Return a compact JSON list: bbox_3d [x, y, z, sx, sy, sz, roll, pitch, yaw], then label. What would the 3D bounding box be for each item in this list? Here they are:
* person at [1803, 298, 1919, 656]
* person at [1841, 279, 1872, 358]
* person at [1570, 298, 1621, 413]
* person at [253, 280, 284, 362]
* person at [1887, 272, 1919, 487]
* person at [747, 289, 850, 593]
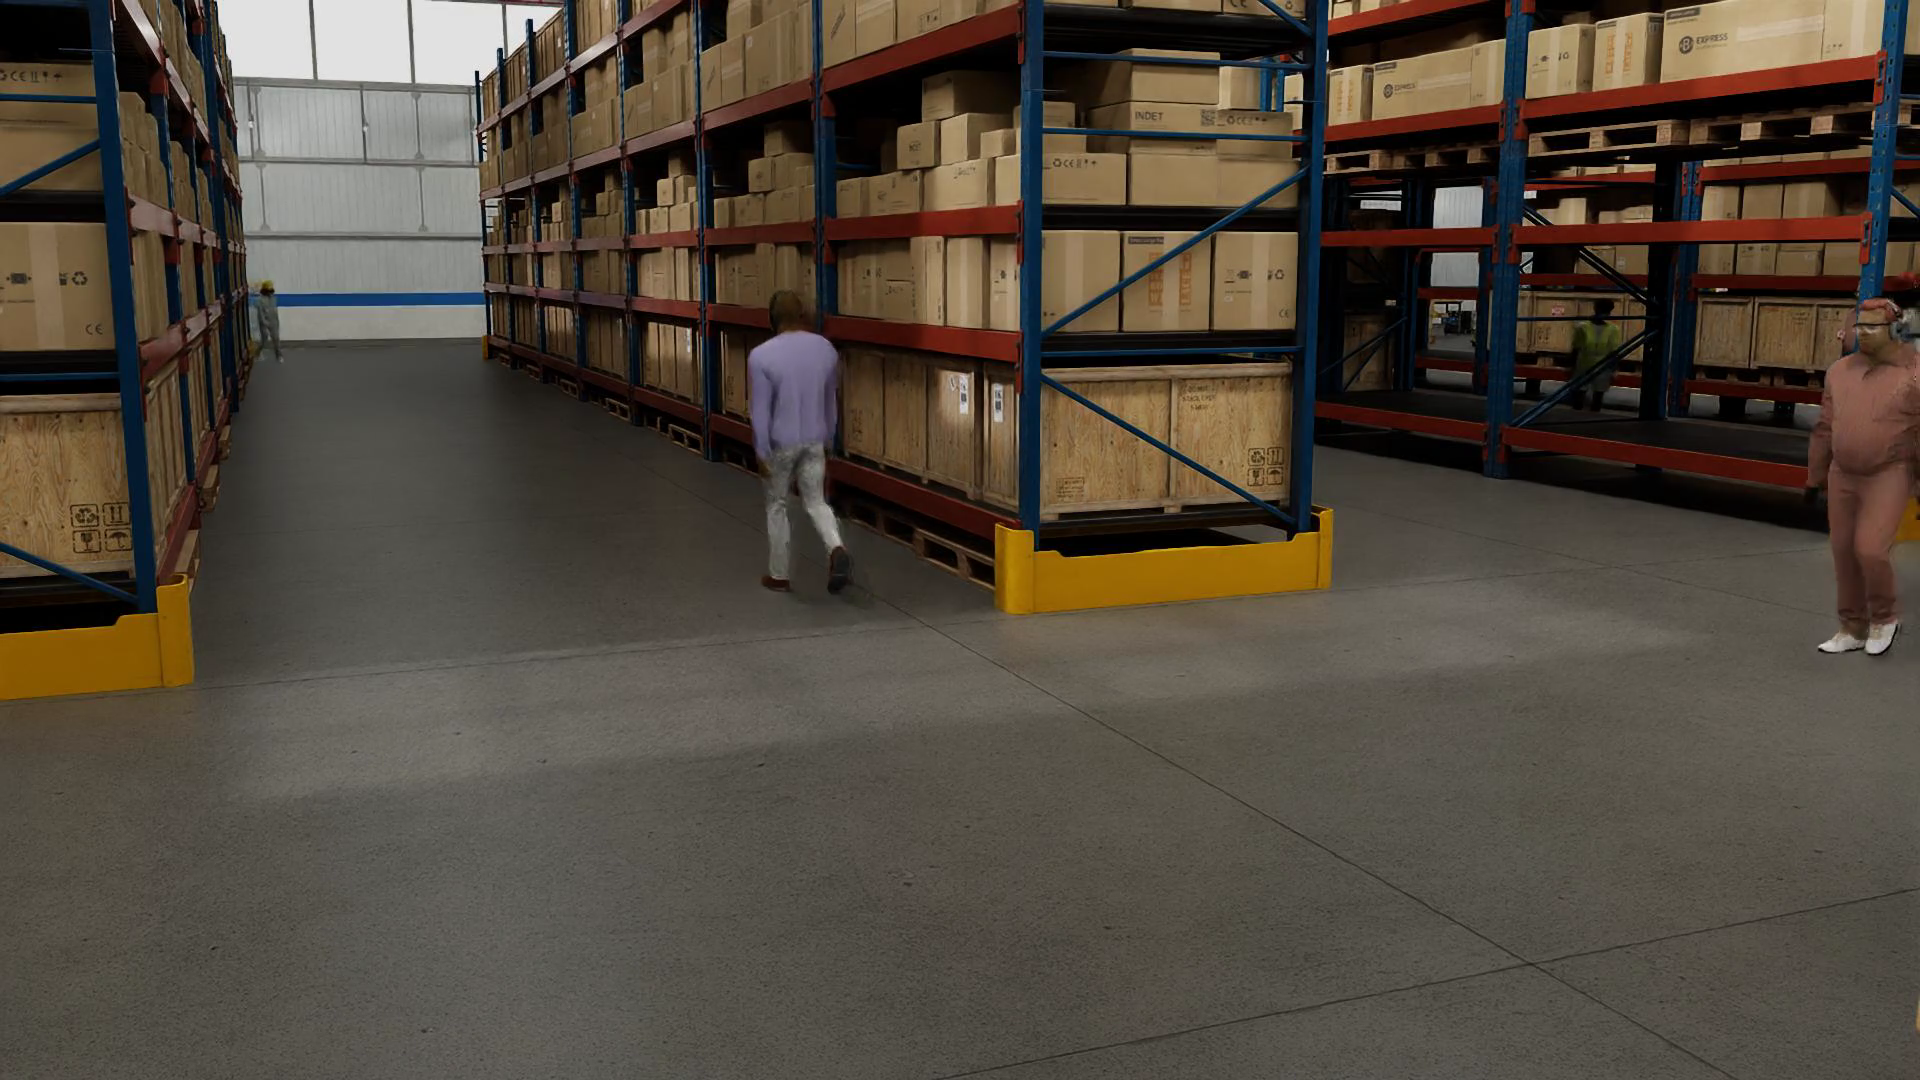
[{"bbox_3d":[4.738,-0.315,8.707,0.441,1.887,0.668,-5,11,-27],"label":"person"},{"bbox_3d":[9.739,-1.858,17.950,0.394,1.899,0.641,-2,10,-14],"label":"person"},{"bbox_3d":[7.422,-1.999,19.432,0.550,1.662,0.456,3,10,18],"label":"person"},{"bbox_3d":[-14.471,-4.555,34.655,0.716,1.713,0.514,5,11,28],"label":"person"},{"bbox_3d":[8.841,-1.503,15.552,0.622,1.992,1.083,-4,10,-20],"label":"person"},{"bbox_3d":[-0.985,-0.585,10.266,0.636,1.916,0.755,-6,11,-32],"label":"person"}]
